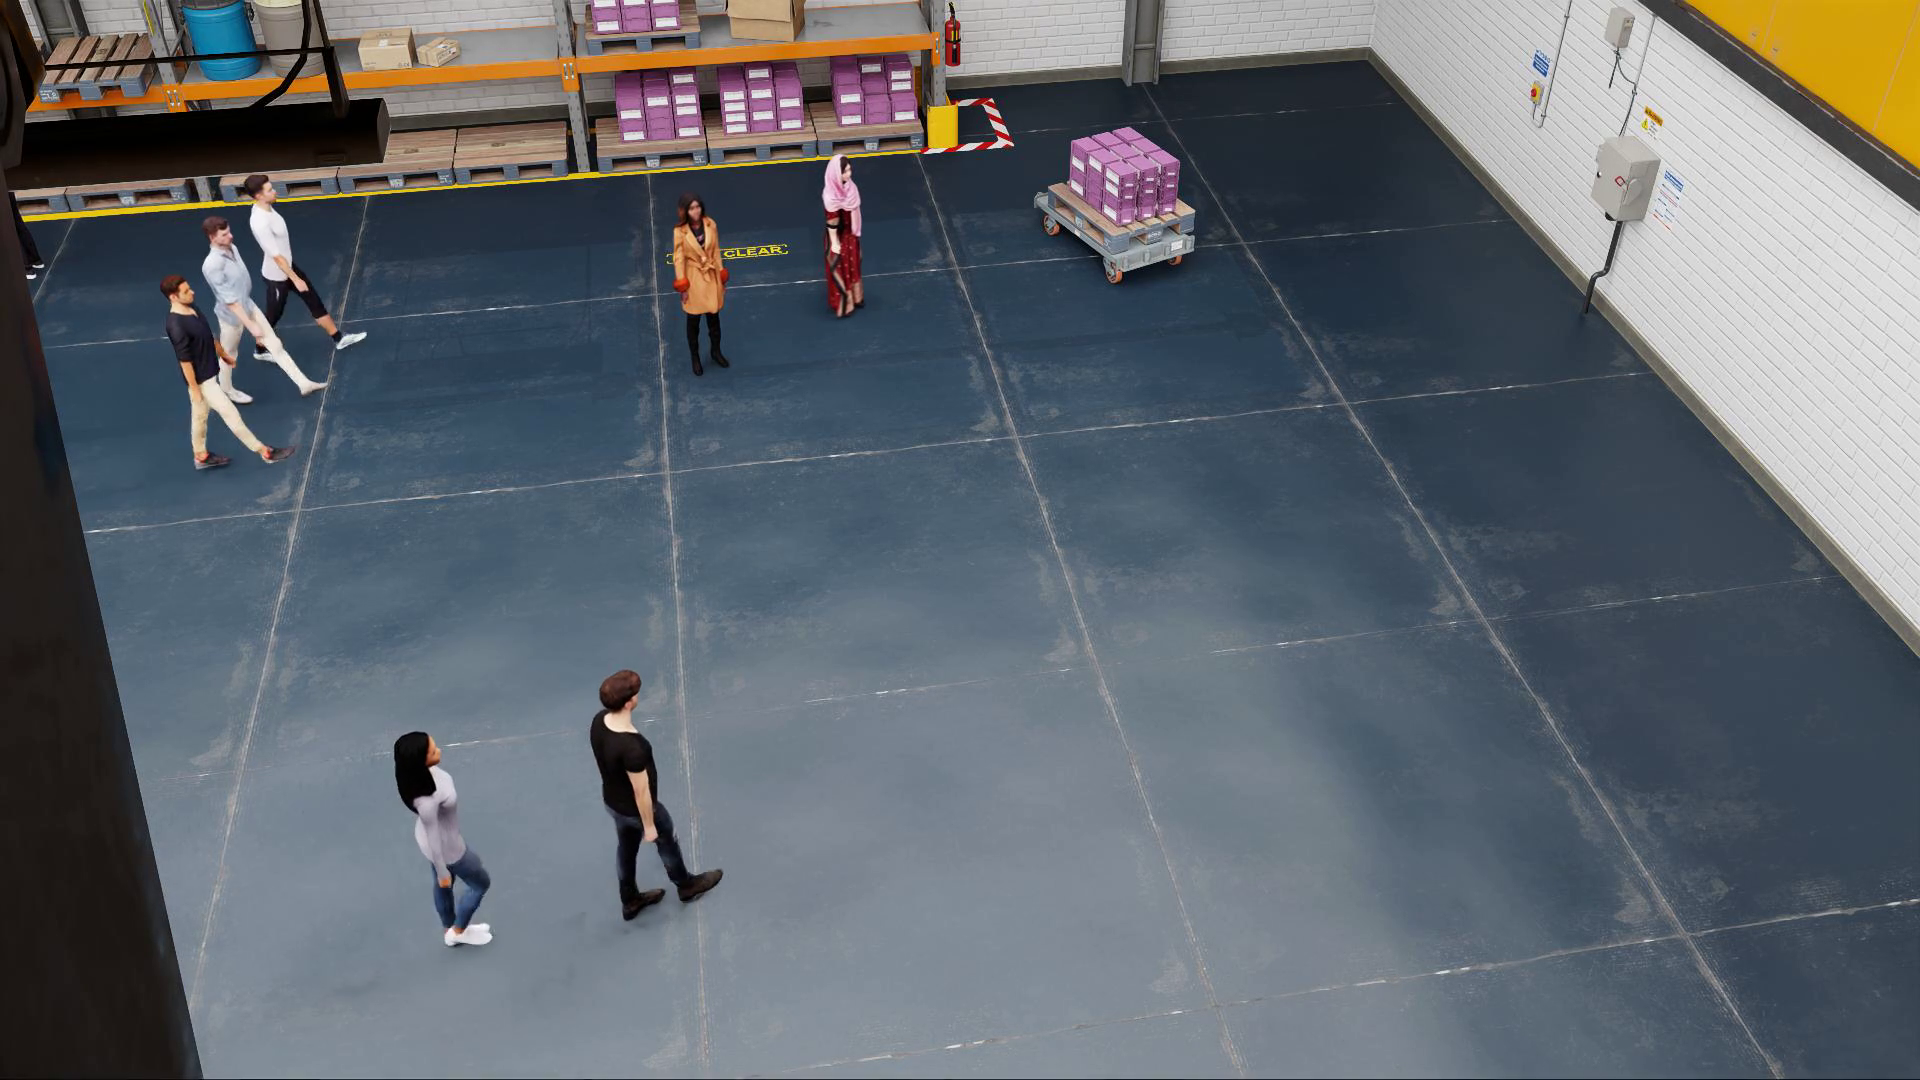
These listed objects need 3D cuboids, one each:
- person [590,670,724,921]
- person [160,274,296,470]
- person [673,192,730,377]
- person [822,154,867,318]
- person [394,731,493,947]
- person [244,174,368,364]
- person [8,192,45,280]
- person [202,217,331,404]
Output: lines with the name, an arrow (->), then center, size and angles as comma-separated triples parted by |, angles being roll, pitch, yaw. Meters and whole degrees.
person -> -1.998, 1.582, 9.824 | 1.047, 1.881, 0.959 | -28, 47, -31
person -> -6.249, -1.321, 13.505 | 1.059, 1.823, 0.690 | -9, 39, -11
person -> -2.312, -2.283, 14.797 | 0.668, 1.715, 0.819 | -21, 43, -24
person -> -1.117, -2.872, 15.601 | 0.792, 1.631, 0.770 | 16, 41, 19
person -> -3.107, 1.800, 9.676 | 0.666, 1.724, 0.690 | -16, 41, -19
person -> -6.152, -2.364, 14.825 | 1.216, 1.806, 0.655 | -6, 39, -8
person -> -9.334, -3.363, 16.125 | 0.497, 1.744, 0.555 | -6, 39, -8
person -> -6.287, -1.915, 14.269 | 1.277, 1.797, 0.888 | 4, 39, 4
